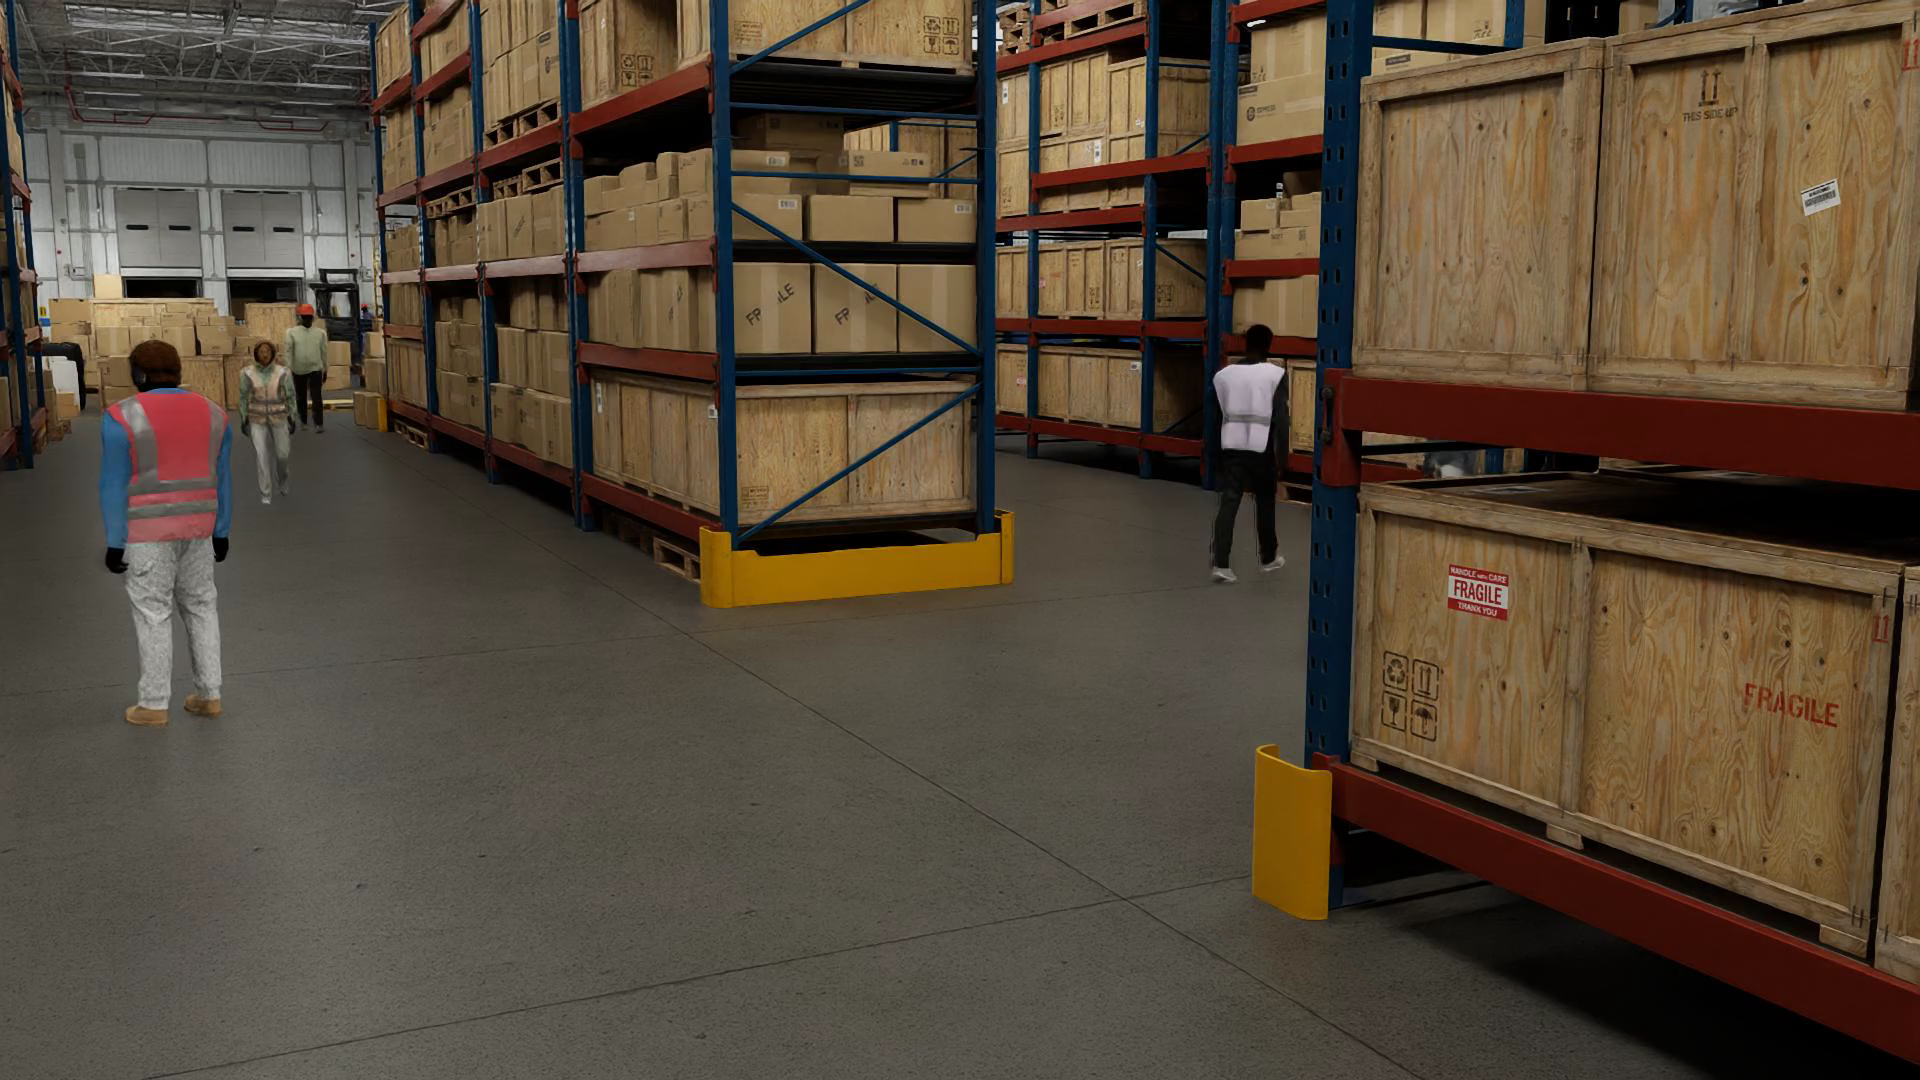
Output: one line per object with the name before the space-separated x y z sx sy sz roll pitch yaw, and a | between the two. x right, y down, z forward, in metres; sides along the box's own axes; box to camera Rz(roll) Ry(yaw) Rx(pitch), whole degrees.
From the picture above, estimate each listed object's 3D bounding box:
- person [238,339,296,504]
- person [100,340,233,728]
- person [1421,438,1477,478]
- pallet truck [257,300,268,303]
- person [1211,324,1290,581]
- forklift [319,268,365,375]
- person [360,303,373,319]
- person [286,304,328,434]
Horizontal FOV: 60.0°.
person | -6.856 -1.174 16.478 0.532 1.630 0.417 -3 9 -22
person | -3.753 -0.028 7.889 0.429 1.833 0.631 5 10 33
person | 3.664 -0.546 12.201 0.632 1.609 0.528 -2 8 -13
pallet truck | -23.913 -7.404 58.171 1.885 1.965 0.823 -1 8 -9
person | 2.098 -0.635 12.060 0.606 1.861 1.051 5 9 29
forklift | -16.433 -5.812 44.169 1.129 2.768 1.873 -1 8 -9
person | -20.855 -7.411 58.609 0.934 1.898 0.544 3 9 20
person | -9.861 -2.584 25.134 0.602 1.954 1.030 -3 9 -23
